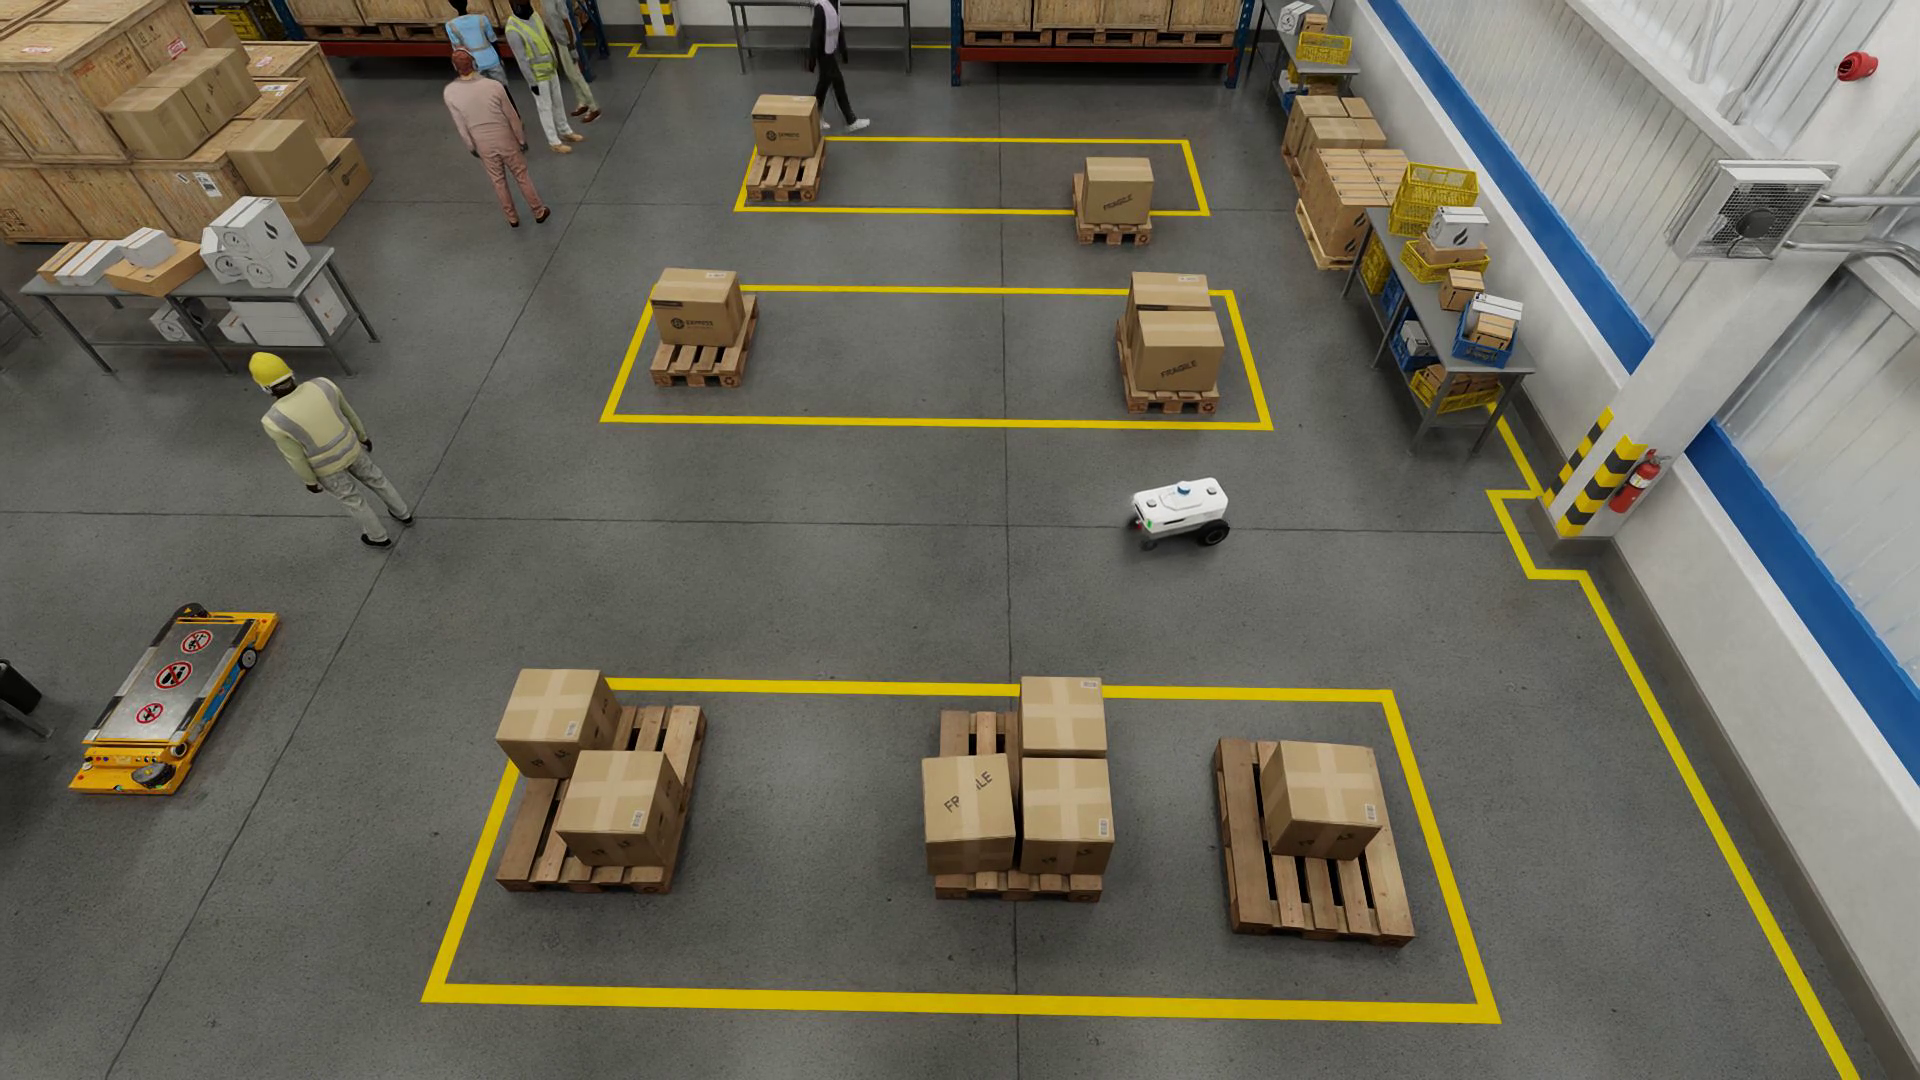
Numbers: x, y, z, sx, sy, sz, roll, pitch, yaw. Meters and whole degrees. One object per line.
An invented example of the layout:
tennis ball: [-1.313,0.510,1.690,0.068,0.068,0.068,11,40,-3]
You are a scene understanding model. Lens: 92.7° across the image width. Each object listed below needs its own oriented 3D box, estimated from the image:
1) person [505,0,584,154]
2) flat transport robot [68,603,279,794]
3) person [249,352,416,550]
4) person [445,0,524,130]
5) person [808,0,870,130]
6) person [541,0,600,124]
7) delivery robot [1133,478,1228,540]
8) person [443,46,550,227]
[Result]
person: [-5.073,-5.677,11.137,0.429,1.836,0.631,9,50,8]
flat transport robot: [-5.504,1.072,6.442,0.652,0.197,1.431,1,50,1]
person: [-4.717,-0.646,6.879,0.403,1.830,0.601,17,52,14]
person: [-5.961,-5.943,11.448,0.535,1.697,0.322,-24,54,-19]
person: [-1.575,-6.094,11.473,0.901,1.854,0.680,6,50,5]
person: [-5.048,-6.313,11.663,0.536,1.854,0.345,36,58,26]
delivery robot: [1.753,-0.272,7.335,0.707,0.478,0.477,-12,51,-10]
person: [-5.044,-4.347,9.964,0.640,1.909,0.409,-10,51,-9]
